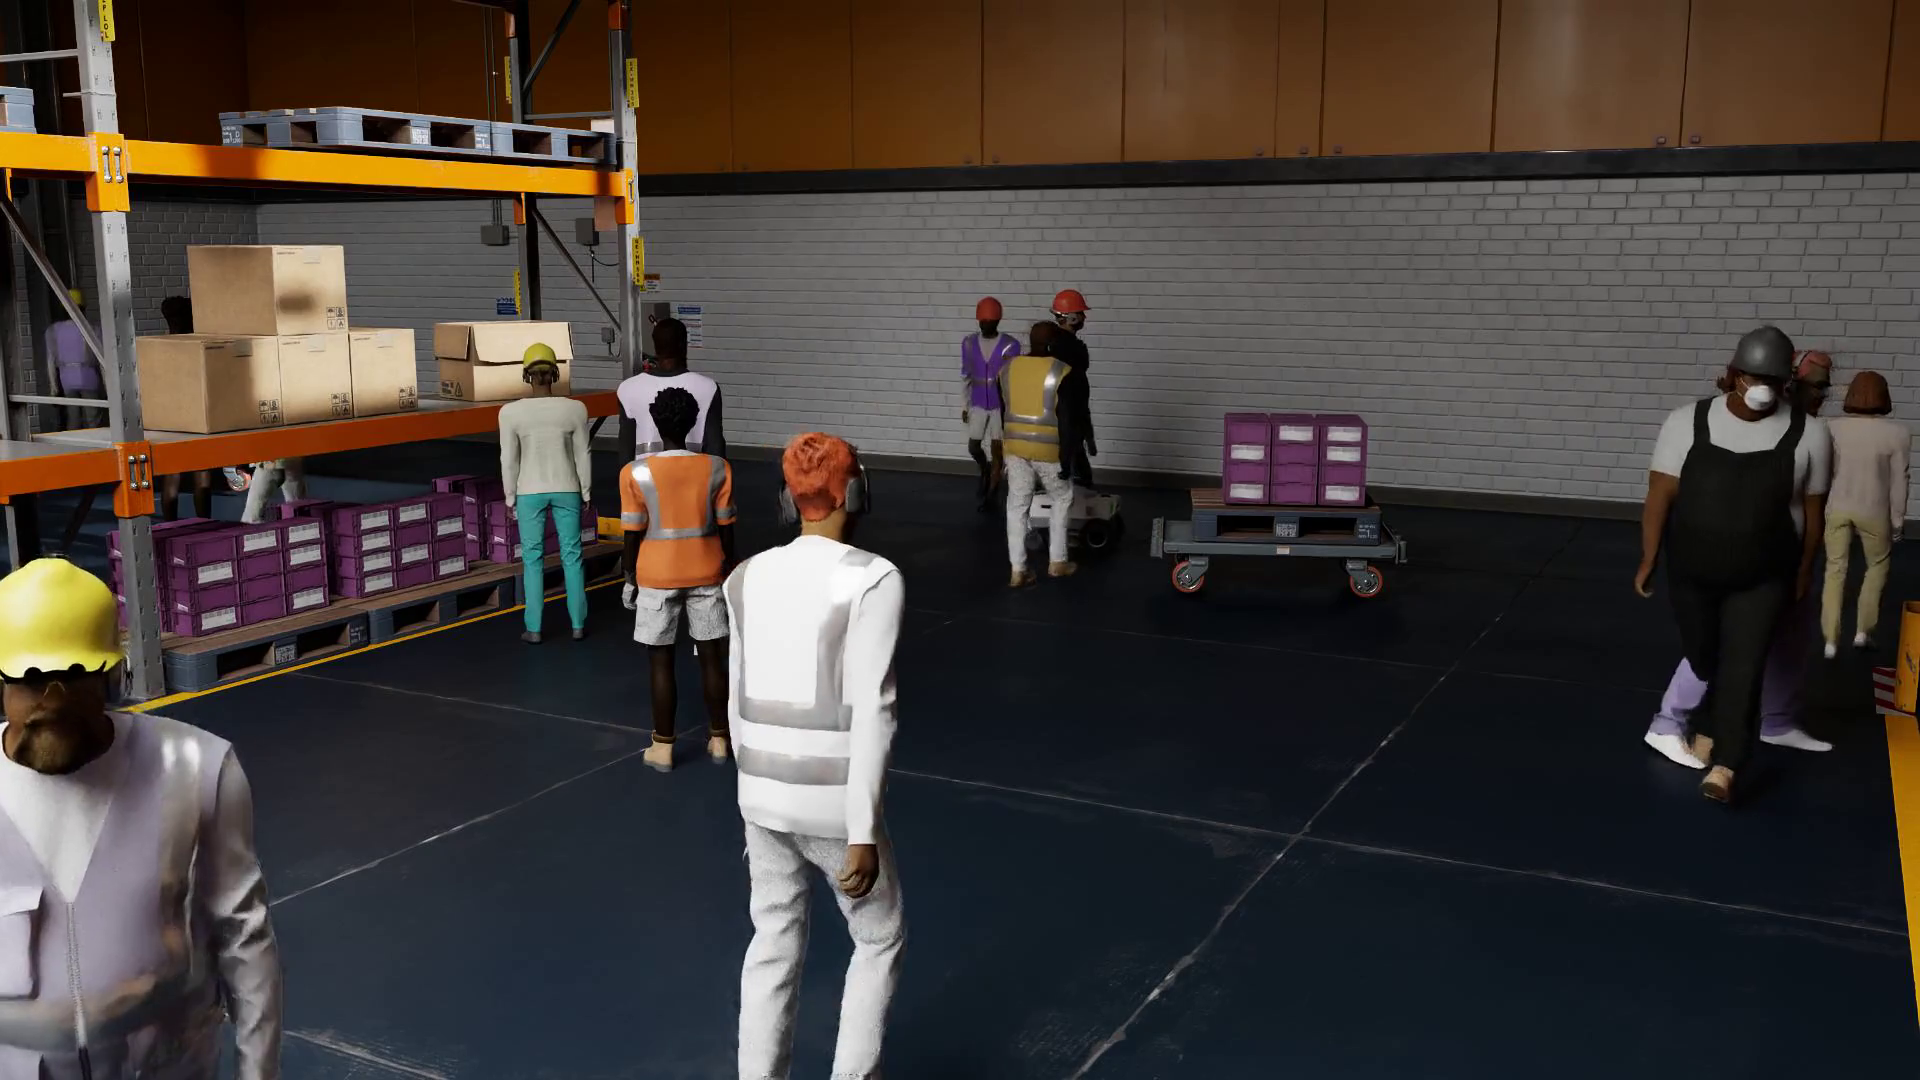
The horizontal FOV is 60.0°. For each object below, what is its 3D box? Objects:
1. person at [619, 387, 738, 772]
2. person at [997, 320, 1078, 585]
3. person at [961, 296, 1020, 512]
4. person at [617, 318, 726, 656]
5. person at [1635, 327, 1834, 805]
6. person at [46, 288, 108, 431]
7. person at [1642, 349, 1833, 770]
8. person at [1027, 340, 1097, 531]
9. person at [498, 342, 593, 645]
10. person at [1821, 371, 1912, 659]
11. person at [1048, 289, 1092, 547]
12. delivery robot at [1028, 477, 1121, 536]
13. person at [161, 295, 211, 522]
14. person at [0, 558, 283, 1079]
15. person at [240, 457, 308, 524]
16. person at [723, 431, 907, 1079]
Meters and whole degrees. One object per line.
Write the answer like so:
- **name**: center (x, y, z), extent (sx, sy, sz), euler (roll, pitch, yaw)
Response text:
- **person**: center (-1.241, 0.174, 7.361), extent (0.540, 1.695, 0.317), euler (-5, 11, -25)
- **person**: center (0.579, -0.612, 11.565), extent (0.644, 1.808, 0.742), euler (6, 11, 30)
- **person**: center (0.280, -1.200, 14.708), extent (0.557, 1.908, 0.649), euler (3, 10, 17)
- **person**: center (-1.620, -0.288, 9.402), extent (0.592, 1.916, 0.375), euler (0, 10, -1)
- **person**: center (3.256, 0.058, 7.037), extent (0.689, 2.000, 1.071), euler (7, 12, 33)
- **person**: center (-8.982, -1.608, 17.023), extent (0.594, 1.924, 0.381), euler (-1, 10, -3)
- **person**: center (3.588, 0.079, 7.460), extent (0.791, 1.875, 0.501), euler (-8, 13, -39)
- **person**: center (0.886, -0.822, 13.433), extent (0.846, 1.591, 0.508), euler (-2, 10, -14)
- **person**: center (-2.407, -0.265, 9.712), extent (0.524, 1.768, 0.312), euler (-3, 10, -19)
- **person**: center (5.066, -0.140, 9.390), extent (0.523, 1.619, 0.516), euler (8, 13, 40)
- **person**: center (0.840, -0.943, 12.995), extent (0.396, 1.999, 0.624), euler (1, 10, 4)
- **delivery robot**: center (0.867, -0.245, 12.819), extent (0.707, 0.478, 0.477), euler (3, 10, 14)
- **person**: center (-5.876, -0.863, 12.593), extent (0.609, 1.961, 0.367), euler (1, 10, 8)
- **person**: center (-1.532, 0.892, 2.957), extent (0.592, 1.797, 0.897), euler (-5, 11, -28)
- **person**: center (-4.828, -0.503, 11.521), extent (0.543, 1.596, 0.836), euler (9, 13, 41)
- **person**: center (-0.376, 0.667, 4.104), extent (0.610, 1.836, 0.584), euler (7, 12, 34)
